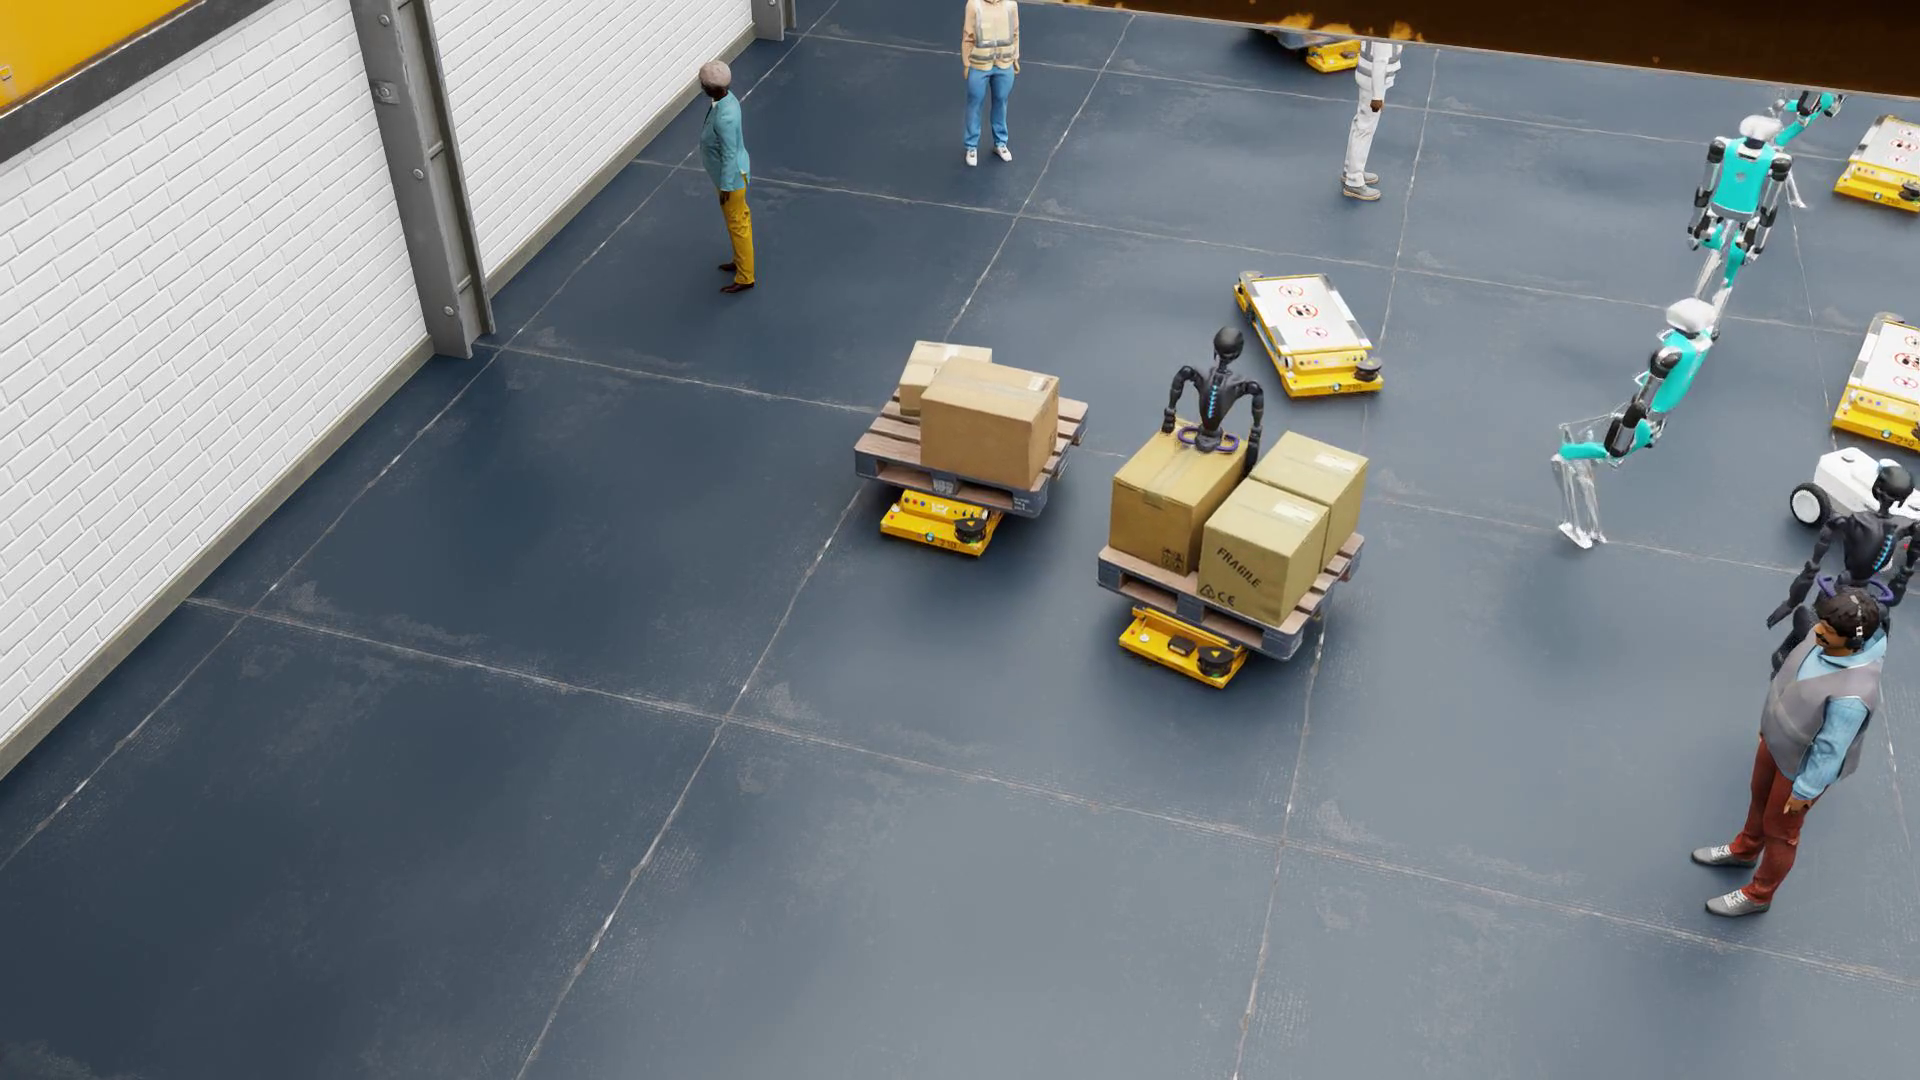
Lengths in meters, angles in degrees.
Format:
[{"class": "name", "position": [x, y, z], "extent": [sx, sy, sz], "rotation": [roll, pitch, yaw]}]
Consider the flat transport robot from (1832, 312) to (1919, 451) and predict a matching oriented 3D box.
[{"class": "flat transport robot", "position": [6.458, -1.090, 11.360], "extent": [0.659, 0.231, 1.431], "rotation": [22, 44, 25]}]

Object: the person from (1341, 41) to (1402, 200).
[{"class": "person", "position": [3.319, -3.661, 13.269], "extent": [0.338, 1.882, 0.582], "rotation": [6, 39, 8]}]

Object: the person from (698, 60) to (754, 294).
[{"class": "person", "position": [-1.695, -2.643, 12.108], "extent": [0.342, 1.752, 0.524], "rotation": [-4, 39, -5]}]

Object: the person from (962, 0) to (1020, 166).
[{"class": "person", "position": [0.254, -3.960, 13.765], "extent": [0.488, 1.729, 0.368], "rotation": [-9, 40, -12]}]

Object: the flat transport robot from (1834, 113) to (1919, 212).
[{"class": "flat transport robot", "position": [7.881, -3.180, 13.960], "extent": [0.659, 0.231, 1.431], "rotation": [24, 45, 27]}]

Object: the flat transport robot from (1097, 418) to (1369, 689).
[{"class": "flat transport robot", "position": [1.557, 0.281, 9.655], "extent": [0.659, 0.231, 1.431], "rotation": [23, 44, 26]}]

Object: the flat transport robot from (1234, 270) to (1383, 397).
[{"class": "flat transport robot", "position": [2.467, -1.502, 11.873], "extent": [0.659, 0.231, 1.431], "rotation": [-5, 39, -7]}]

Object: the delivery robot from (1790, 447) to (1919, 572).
[{"class": "delivery robot", "position": [5.505, -0.227, 10.066], "extent": [0.499, 0.603, 0.803], "rotation": [-14, 41, -17]}]

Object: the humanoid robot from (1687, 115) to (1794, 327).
[{"class": "humanoid robot", "position": [5.375, -2.156, 11.552], "extent": [0.538, 1.825, 0.756], "rotation": [25, 45, 28]}]

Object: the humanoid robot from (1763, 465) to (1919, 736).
[{"class": "humanoid robot", "position": [4.470, 0.369, 8.429], "extent": [0.612, 1.633, 0.448], "rotation": [0, 39, 0]}]

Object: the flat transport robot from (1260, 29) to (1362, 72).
[{"class": "flat transport robot", "position": [3.433, -4.912, 16.115], "extent": [0.659, 0.231, 1.431], "rotation": [-14, 41, -17]}]

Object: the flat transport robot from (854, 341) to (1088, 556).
[{"class": "flat transport robot", "position": [0.075, -0.449, 10.563], "extent": [0.659, 0.231, 1.431], "rotation": [14, 41, 17]}]

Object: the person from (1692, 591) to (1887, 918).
[{"class": "person", "position": [3.800, 0.969, 7.522], "extent": [0.415, 1.873, 0.535], "rotation": [3, 39, 4]}]

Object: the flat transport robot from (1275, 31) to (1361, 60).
[{"class": "flat transport robot", "position": [3.525, -5.020, 16.249], "extent": [0.659, 0.231, 1.431], "rotation": [-7, 39, -8]}]

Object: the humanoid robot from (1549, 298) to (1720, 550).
[{"class": "humanoid robot", "position": [3.802, -0.698, 9.672], "extent": [0.543, 1.749, 0.750], "rotation": [-29, 47, -31]}]

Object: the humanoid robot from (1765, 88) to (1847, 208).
[{"class": "humanoid robot", "position": [6.750, -3.548, 13.303], "extent": [0.536, 1.765, 0.923], "rotation": [-22, 44, -25]}]

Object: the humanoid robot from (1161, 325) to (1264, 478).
[{"class": "humanoid robot", "position": [1.386, -0.451, 9.451], "extent": [0.609, 1.634, 0.445], "rotation": [12, 40, 15]}]
